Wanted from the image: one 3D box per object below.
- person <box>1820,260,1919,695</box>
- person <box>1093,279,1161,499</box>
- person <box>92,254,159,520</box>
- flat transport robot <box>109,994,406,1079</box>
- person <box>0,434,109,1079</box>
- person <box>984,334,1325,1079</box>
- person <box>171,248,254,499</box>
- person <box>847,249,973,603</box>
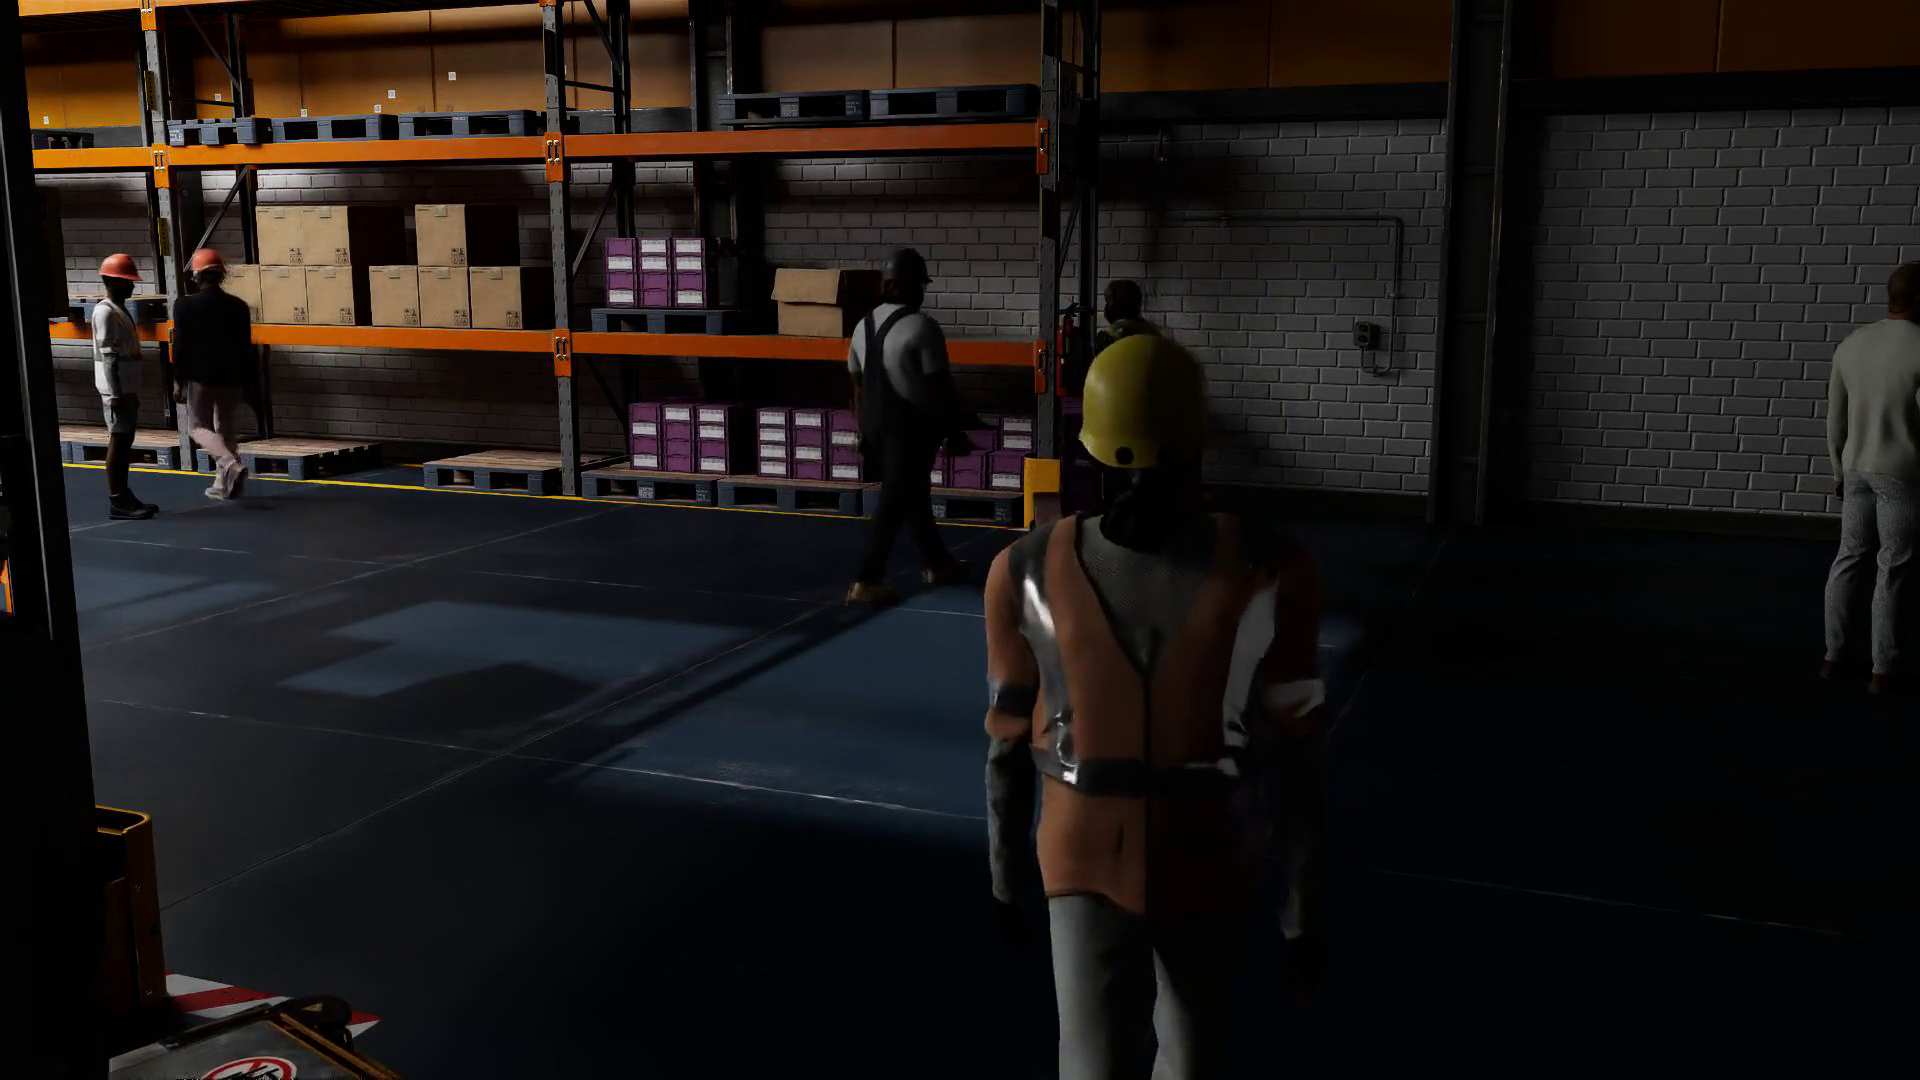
[{"bbox_3d":[4.190,-0.279,7.498,0.352,1.937,0.635,-3,11,-18],"label":"person"},{"bbox_3d":[1.077,-0.709,10.301,0.921,1.804,0.624,7,12,33],"label":"person"},{"bbox_3d":[-6.109,-1.116,12.174,0.375,1.932,0.549,-3,11,-15],"label":"person"},{"bbox_3d":[-1.773,1.304,3.325,0.652,0.197,1.431,9,13,40],"label":"flat transport robot"},{"bbox_3d":[-1.279,0.742,1.876,0.655,1.916,0.650,2,10,10],"label":"person"},{"bbox_3d":[0.341,0.558,3.018,0.588,1.886,0.929,1,10,5],"label":"person"},{"bbox_3d":[-5.732,-1.257,12.855,0.713,1.973,0.629,8,13,36],"label":"person"},{"bbox_3d":[-0.295,-0.688,9.492,1.021,2.000,0.682,-8,13,-37],"label":"person"}]
